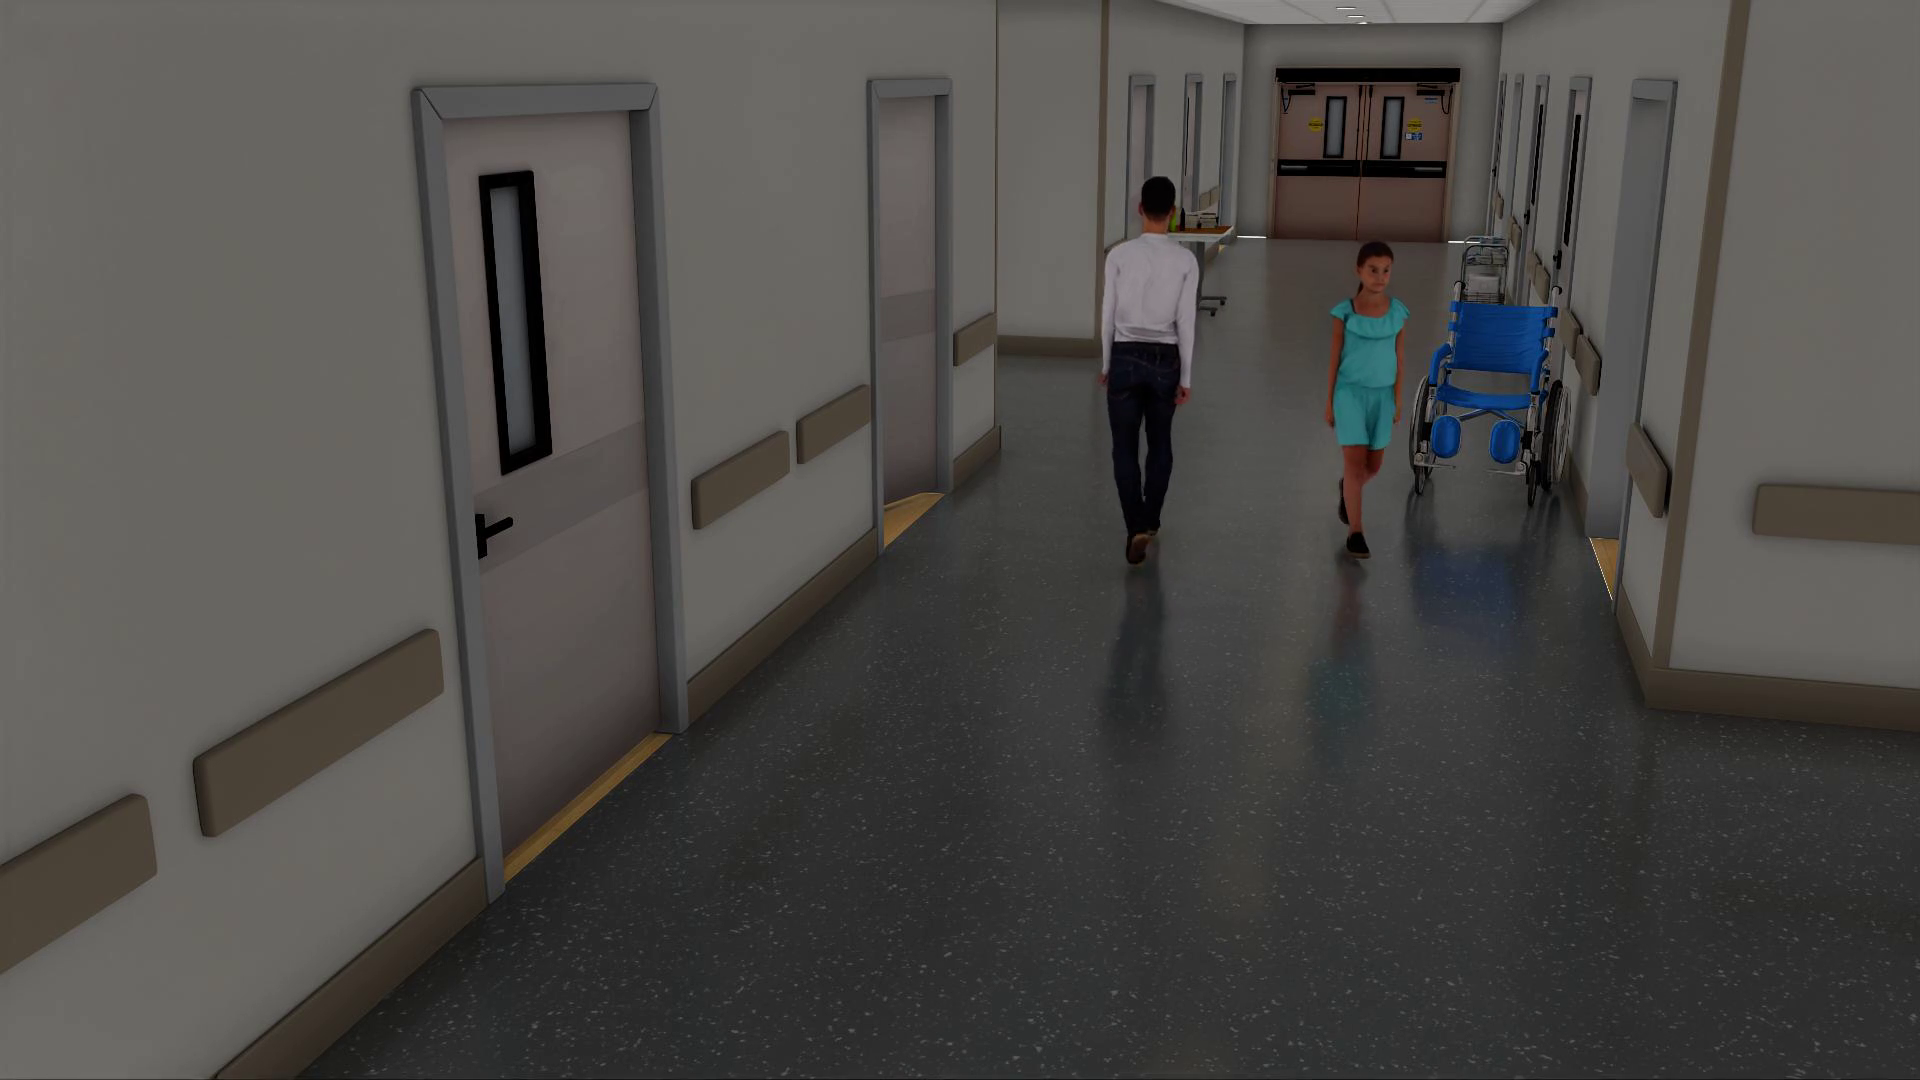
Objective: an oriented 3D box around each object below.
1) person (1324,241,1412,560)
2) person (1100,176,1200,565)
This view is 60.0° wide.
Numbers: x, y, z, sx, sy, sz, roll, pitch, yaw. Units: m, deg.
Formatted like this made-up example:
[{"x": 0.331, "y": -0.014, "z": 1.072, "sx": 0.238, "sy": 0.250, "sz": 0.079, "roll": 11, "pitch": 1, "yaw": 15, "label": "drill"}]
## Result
[{"x": 2.013, "y": -0.713, "z": 8.326, "sx": 0.720, "sy": 1.537, "sz": 1.041, "roll": 0, "pitch": 16, "yaw": 0, "label": "person"}, {"x": 0.896, "y": -0.818, "z": 8.109, "sx": 0.810, "sy": 1.857, "sz": 1.244, "roll": 0, "pitch": 16, "yaw": 1, "label": "person"}]
